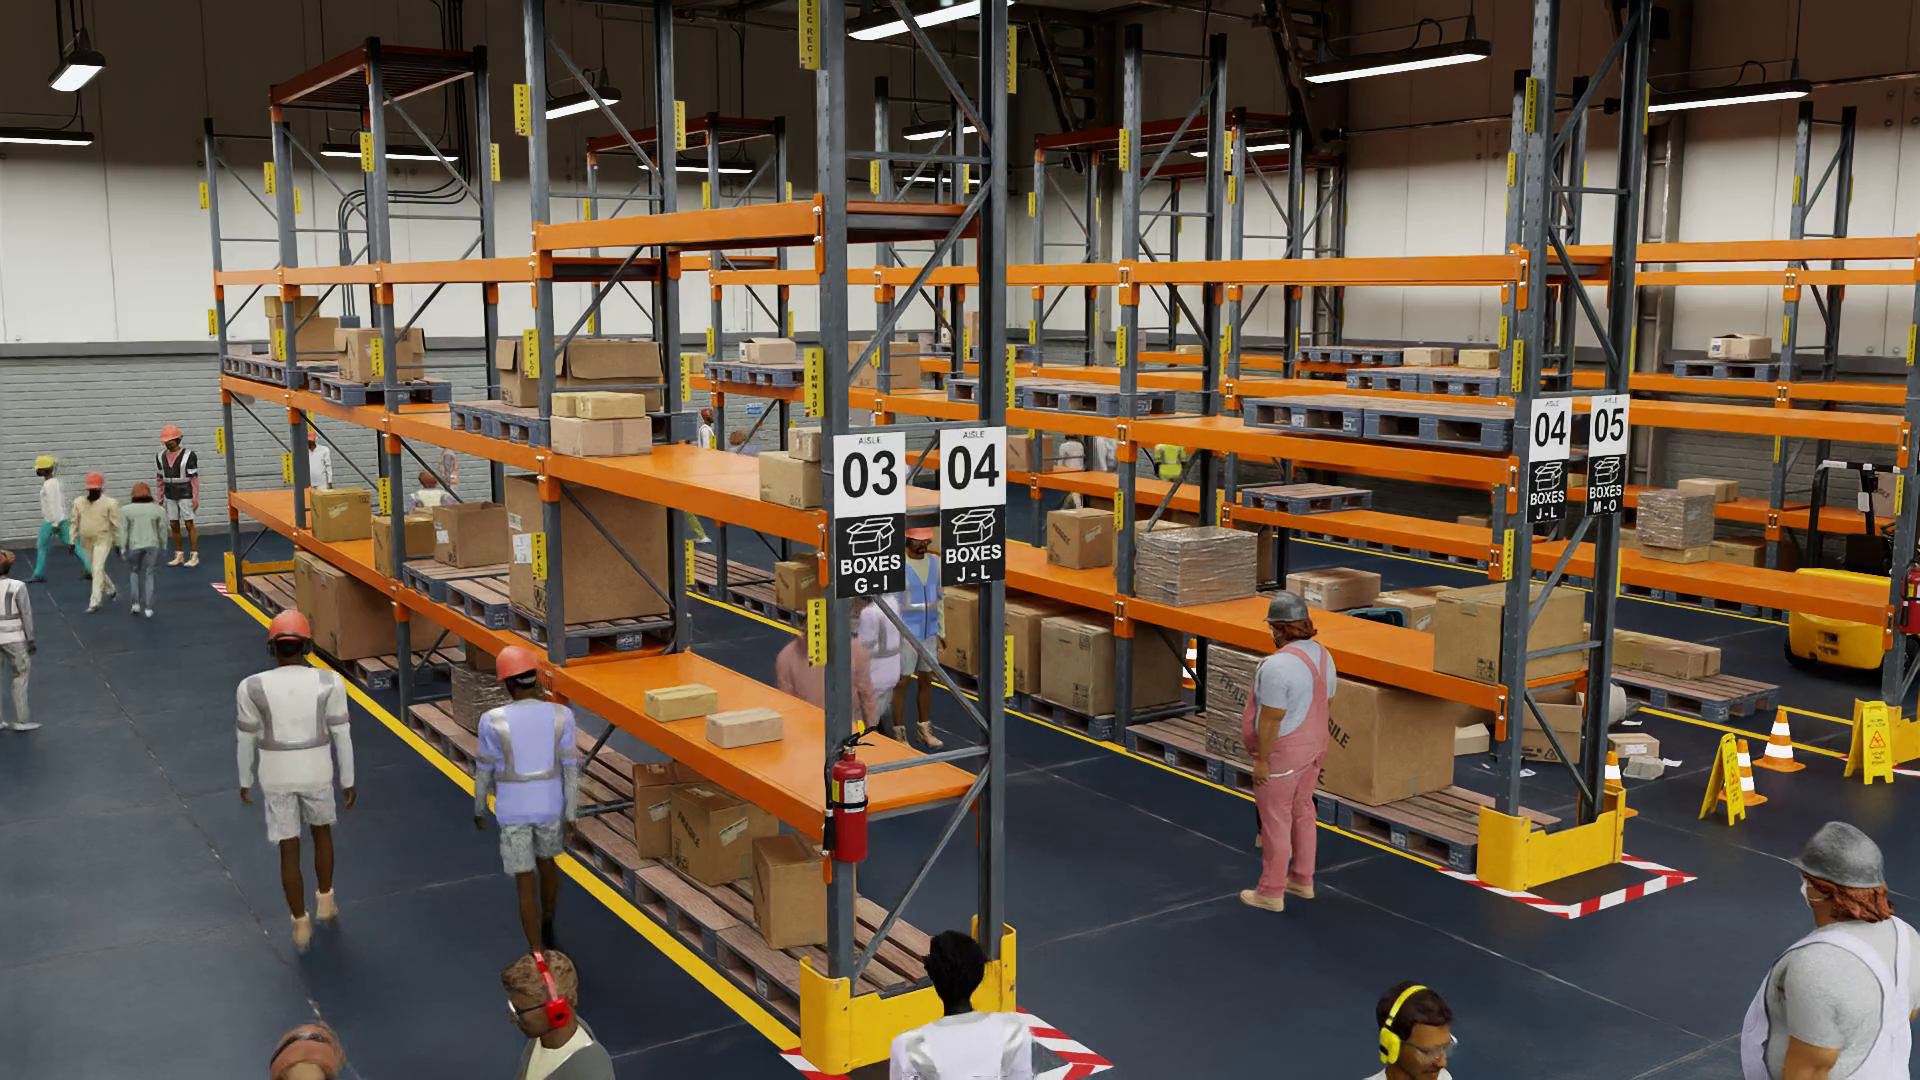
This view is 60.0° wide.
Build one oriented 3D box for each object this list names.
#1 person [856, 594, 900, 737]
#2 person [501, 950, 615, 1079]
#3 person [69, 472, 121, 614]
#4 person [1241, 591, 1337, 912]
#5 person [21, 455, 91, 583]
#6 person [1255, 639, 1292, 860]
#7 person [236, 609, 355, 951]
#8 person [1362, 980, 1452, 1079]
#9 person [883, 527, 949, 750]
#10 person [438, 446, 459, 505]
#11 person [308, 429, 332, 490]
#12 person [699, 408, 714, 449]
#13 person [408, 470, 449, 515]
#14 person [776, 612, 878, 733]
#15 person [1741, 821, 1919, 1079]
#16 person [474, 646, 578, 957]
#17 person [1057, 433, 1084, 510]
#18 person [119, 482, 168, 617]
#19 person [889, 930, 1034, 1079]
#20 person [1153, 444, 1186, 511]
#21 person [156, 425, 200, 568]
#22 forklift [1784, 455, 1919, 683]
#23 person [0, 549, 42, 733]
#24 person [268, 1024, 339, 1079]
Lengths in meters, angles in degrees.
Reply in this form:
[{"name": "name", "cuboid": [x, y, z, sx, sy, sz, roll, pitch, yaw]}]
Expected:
[{"name": "person", "cuboid": [-0.623, 1.062, 12.825, 0.557, 1.881, 0.600, 4, 9, 23]}, {"name": "person", "cuboid": [-1.264, 2.199, 5.390, 0.389, 1.838, 0.563, -5, 10, -30]}, {"name": "person", "cuboid": [-10.596, 0.006, 20.420, 0.568, 1.713, 0.804, 1, 9, 5]}, {"name": "person", "cuboid": [2.065, 1.314, 10.611, 0.535, 2.000, 0.685, 8, 12, 42]}, {"name": "person", "cuboid": [-12.129, -0.290, 22.332, 0.899, 1.723, 0.530, -3, 9, -17]}, {"name": "person", "cuboid": [2.217, 1.365, 11.449, 0.321, 1.686, 0.539, -3, 9, -20]}, {"name": "person", "cuboid": [-4.011, 1.414, 10.038, 0.634, 2.010, 0.768, -4, 9, -25]}, {"name": "person", "cuboid": [1.334, 2.235, 5.055, 0.521, 1.869, 0.328, -6, 11, -35]}, {"name": "person", "cuboid": [-0.358, 0.791, 14.086, 0.615, 2.042, 0.374, -6, 10, -34]}, {"name": "person", "cuboid": [-8.202, -0.895, 26.685, 0.316, 1.629, 0.509, -3, 9, -19]}, {"name": "person", "cuboid": [-10.341, -0.938, 26.606, 0.573, 1.739, 0.349, -3, 9, -22]}, {"name": "person", "cuboid": [-4.357, -1.347, 28.846, 0.350, 1.884, 0.583, -2, 9, -11]}, {"name": "person", "cuboid": [-6.849, -0.109, 21.537, 0.516, 1.603, 0.846, -6, 10, -34]}, {"name": "person", "cuboid": [-0.879, 1.313, 11.269, 0.728, 1.892, 0.676, 0, 9, -3]}, {"name": "person", "cuboid": [3.104, 2.003, 6.027, 0.672, 2.000, 0.536, -5, 10, -32]}, {"name": "person", "cuboid": [-2.524, 1.540, 9.625, 0.544, 1.881, 0.901, -5, 10, -31]}, {"name": "person", "cuboid": [1.925, -1.141, 28.522, 0.533, 1.573, 0.867, -5, 10, -28]}, {"name": "person", "cuboid": [-9.864, 0.098, 20.123, 0.526, 1.601, 0.721, -4, 9, -25]}, {"name": "person", "cuboid": [-0.001, 2.201, 5.863, 0.547, 1.681, 0.393, -2, 9, -16]}, {"name": "person", "cuboid": [3.494, -1.057, 27.601, 0.585, 1.680, 0.408, -2, 9, -16]}, {"name": "person", "cuboid": [-11.064, -0.613, 23.498, 0.619, 2.029, 0.410, 1, 9, 8]}, {"name": "forklift", "cuboid": [9.643, 0.253, 17.172, 2.313, 2.155, 1.214, -6, 10, -33]}, {"name": "person", "cuboid": [-8.455, 0.898, 14.720, 0.525, 1.639, 0.309, 0, 9, 2]}, {"name": "person", "cuboid": [-2.066, 2.320, 5.294, 0.519, 1.619, 0.490, -2, 9, -10]}]
